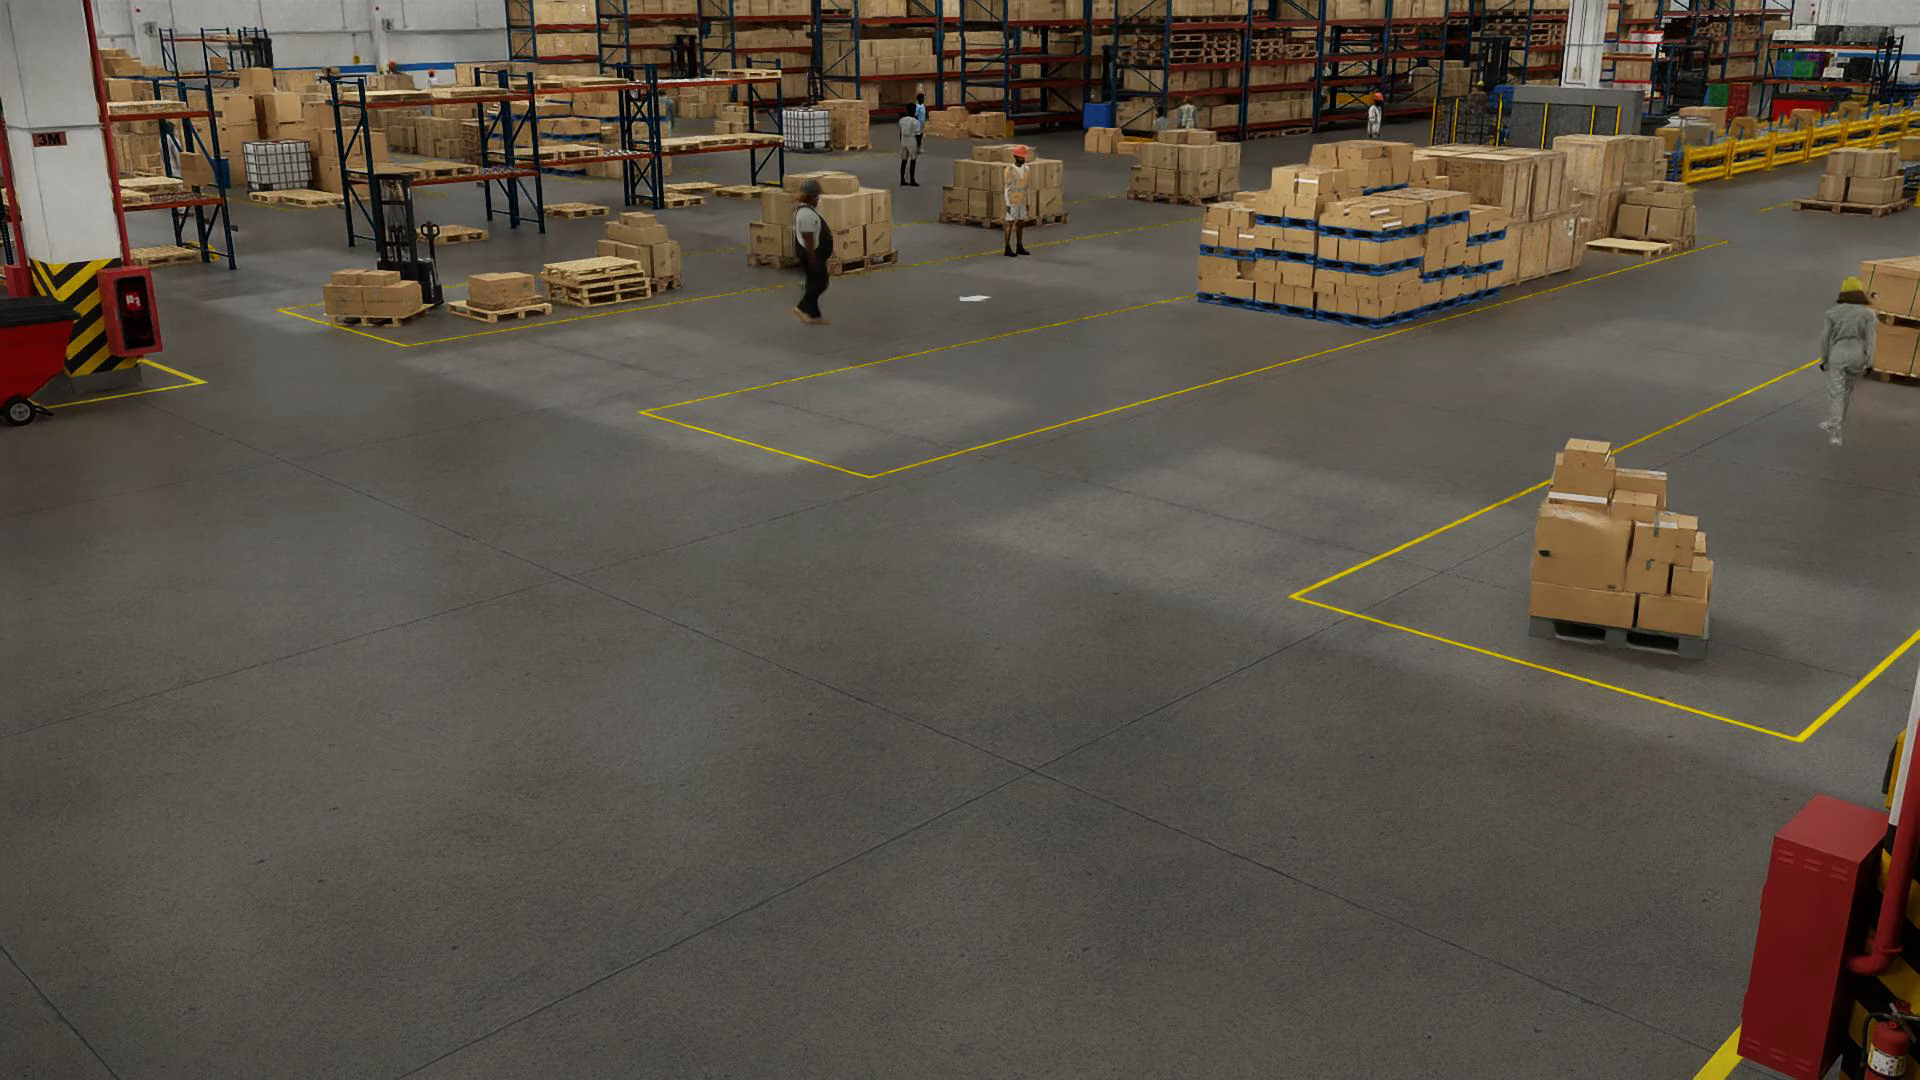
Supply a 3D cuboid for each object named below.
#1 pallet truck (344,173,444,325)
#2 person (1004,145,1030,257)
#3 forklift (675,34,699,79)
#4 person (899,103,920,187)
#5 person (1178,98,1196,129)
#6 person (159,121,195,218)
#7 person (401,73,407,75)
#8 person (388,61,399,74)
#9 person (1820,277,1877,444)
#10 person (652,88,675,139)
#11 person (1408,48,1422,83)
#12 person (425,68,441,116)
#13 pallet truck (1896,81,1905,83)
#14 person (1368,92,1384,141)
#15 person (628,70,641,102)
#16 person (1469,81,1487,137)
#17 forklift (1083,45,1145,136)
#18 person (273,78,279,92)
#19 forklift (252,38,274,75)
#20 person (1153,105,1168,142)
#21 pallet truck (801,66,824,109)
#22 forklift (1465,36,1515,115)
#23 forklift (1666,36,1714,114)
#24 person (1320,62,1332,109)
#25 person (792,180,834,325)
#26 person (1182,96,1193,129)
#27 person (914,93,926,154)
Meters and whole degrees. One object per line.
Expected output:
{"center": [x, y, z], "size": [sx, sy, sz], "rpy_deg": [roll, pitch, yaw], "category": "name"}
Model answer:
{"center": [-8.209, -4.181, 23.757], "size": [0.823, 1.965, 1.885], "rpy_deg": [3, 19, 9], "category": "pallet truck"}
{"center": [1.027, -5.944, 29.188], "size": [0.542, 1.928, 0.399], "rpy_deg": [-15, 23, -37], "category": "person"}
{"center": [-10.541, -18.138, 64.429], "size": [1.129, 2.768, 1.873], "rpy_deg": [17, 25, 41], "category": "forklift"}
{"center": [-1.185, -9.370, 39.463], "size": [0.606, 1.957, 0.383], "rpy_deg": [14, 23, 36], "category": "person"}
{"center": [6.511, -11.894, 47.620], "size": [0.528, 1.596, 0.841], "rpy_deg": [14, 23, 36], "category": "person"}
{"center": [-16.143, -7.613, 34.192], "size": [0.635, 1.936, 0.354], "rpy_deg": [12, 22, 32], "category": "person"}
{"center": [-18.839, -14.873, 56.252], "size": [0.661, 1.827, 0.636], "rpy_deg": [9, 20, 24], "category": "person"}
{"center": [-20.950, -16.654, 61.388], "size": [0.890, 1.958, 0.652], "rpy_deg": [-7, 19, -19], "category": "person"}
{"center": [9.183, -1.862, 17.244], "size": [0.489, 1.694, 0.843], "rpy_deg": [5, 19, 15], "category": "person"}
{"center": [-8.322, -11.739, 46.708], "size": [0.644, 1.898, 1.013], "rpy_deg": [-5, 19, -15], "category": "person"}
{"center": [21.582, -22.403, 78.914], "size": [0.621, 1.838, 0.429], "rpy_deg": [2, 18, 5], "category": "person"}
{"center": [-18.234, -15.411, 57.783], "size": [0.592, 1.891, 0.941], "rpy_deg": [-14, 23, -36], "category": "person"}
{"center": [34.802, -16.331, 61.455], "size": [0.653, 1.274, 1.630], "rpy_deg": [17, 25, 41], "category": "pallet truck"}
{"center": [10.909, -10.766, 43.693], "size": [0.373, 1.934, 0.551], "rpy_deg": [13, 22, 34], "category": "person"}
{"center": [-11.057, -14.864, 56.088], "size": [0.591, 1.911, 0.390], "rpy_deg": [-9, 20, -24], "category": "person"}
{"center": [16.442, -13.684, 52.798], "size": [0.521, 1.729, 0.875], "rpy_deg": [3, 19, 9], "category": "person"}
{"center": [4.849, -14.127, 52.344], "size": [1.129, 2.768, 1.873], "rpy_deg": [17, 25, 41], "category": "forklift"}
{"center": [-20.959, -13.179, 50.961], "size": [0.630, 1.940, 0.372], "rpy_deg": [17, 25, 41], "category": "person"}
{"center": [-24.839, -16.535, 59.600], "size": [1.129, 2.768, 1.873], "rpy_deg": [17, 25, 41], "category": "forklift"}
{"center": [4.885, -9.595, 40.301], "size": [0.533, 1.853, 0.578], "rpy_deg": [-15, 24, -38], "category": "person"}
{"center": [-4.812, -15.182, 56.903], "size": [0.823, 1.965, 1.885], "rpy_deg": [-9, 21, -26], "category": "pallet truck"}
{"center": [19.973, -17.201, 61.605], "size": [1.873, 2.768, 1.129], "rpy_deg": [16, 24, 40], "category": "forklift"}
{"center": [27.341, -17.291, 61.877], "size": [1.129, 2.768, 1.873], "rpy_deg": [17, 25, 41], "category": "forklift"}
{"center": [13.615, -16.988, 62.351], "size": [0.637, 1.994, 0.804], "rpy_deg": [1, 18, 2], "category": "person"}
{"center": [-2.021, -3.982, 23.092], "size": [0.536, 2.000, 0.701], "rpy_deg": [-2, 18, -7], "category": "person"}
{"center": [6.431, -11.737, 47.076], "size": [0.309, 1.645, 0.515], "rpy_deg": [7, 20, 20], "category": "person"}
{"center": [-1.151, -11.847, 47.341], "size": [0.322, 1.690, 0.532], "rpy_deg": [7, 20, 21], "category": "person"}
